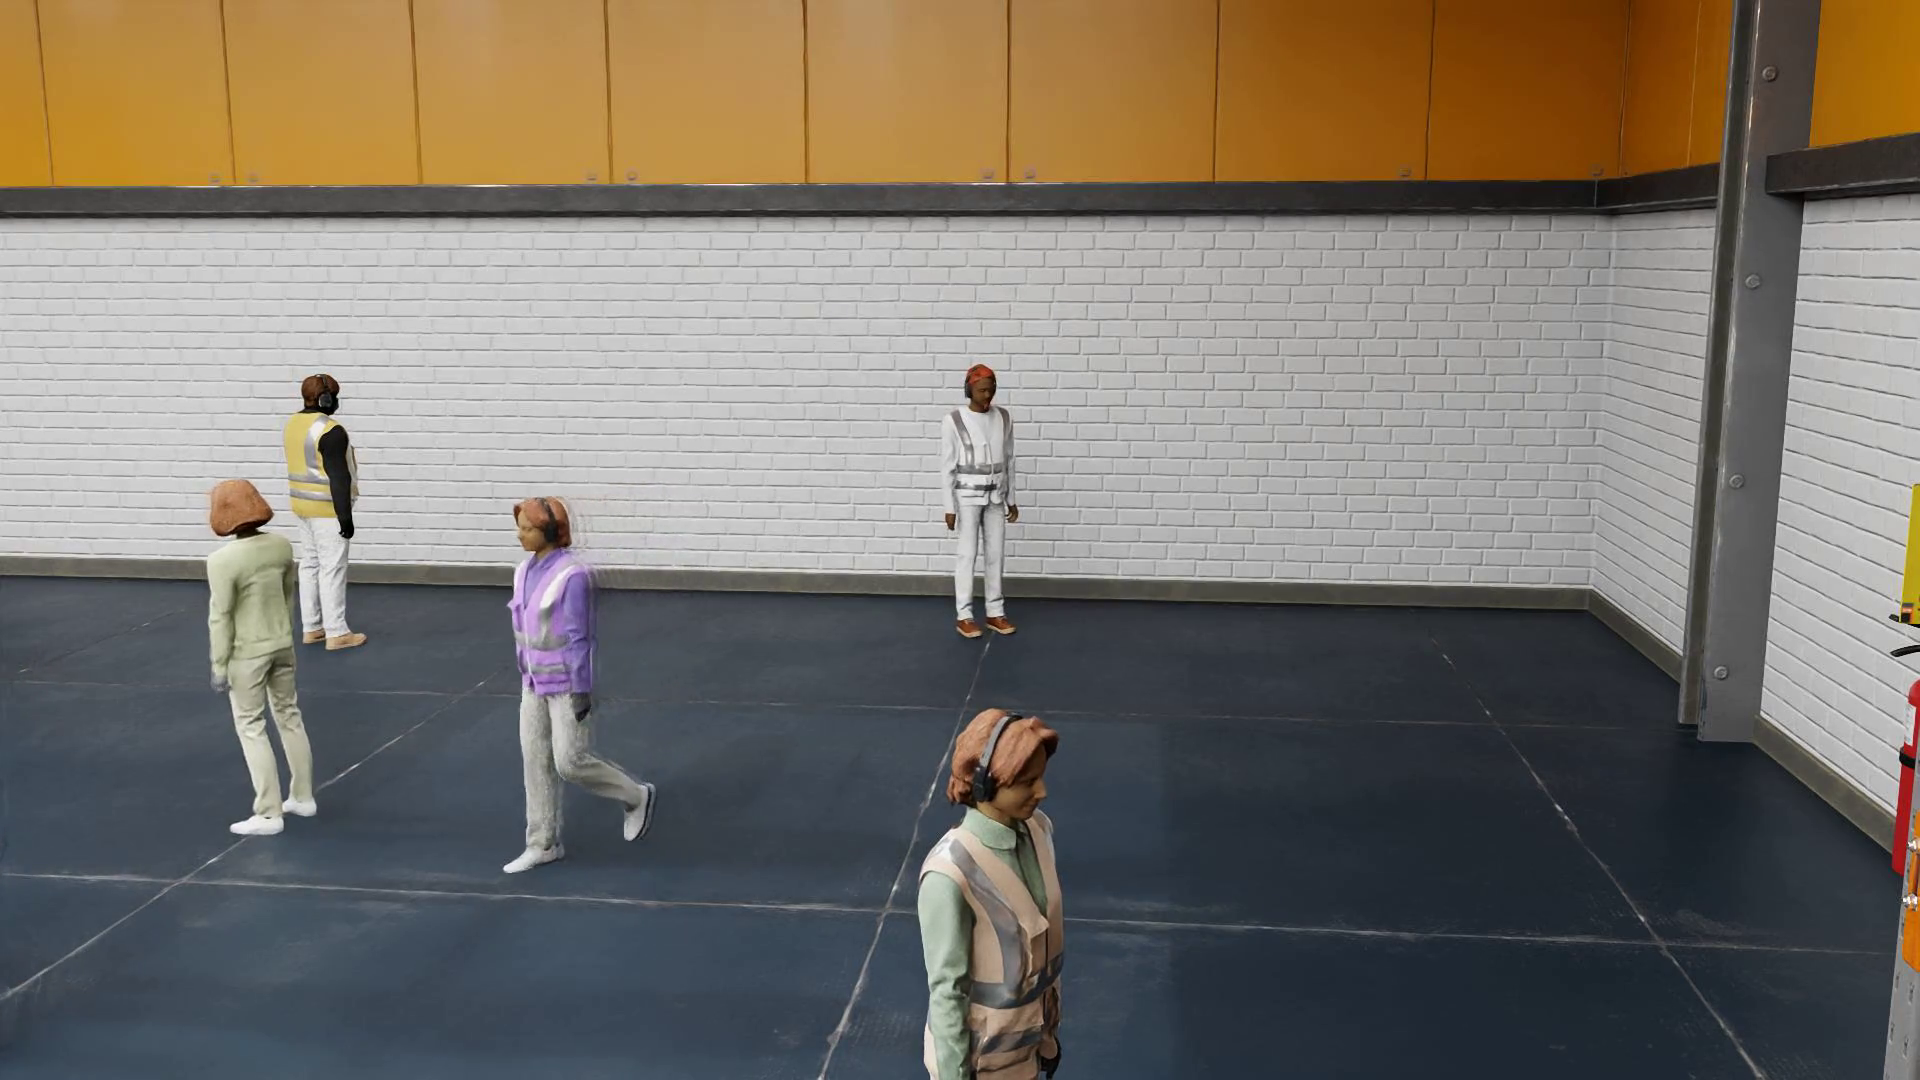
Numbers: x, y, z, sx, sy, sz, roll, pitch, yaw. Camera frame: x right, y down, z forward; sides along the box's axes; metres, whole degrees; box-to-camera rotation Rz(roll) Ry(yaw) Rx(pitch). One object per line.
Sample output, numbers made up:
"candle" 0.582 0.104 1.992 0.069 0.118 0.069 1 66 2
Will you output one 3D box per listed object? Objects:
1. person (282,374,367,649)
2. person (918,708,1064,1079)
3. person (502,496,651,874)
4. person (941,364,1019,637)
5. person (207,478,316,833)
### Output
"person" -4.239 -0.190 11.113 0.619 1.834 0.430 9 13 42
"person" 0.075 1.183 3.792 0.309 1.639 0.514 5 11 26
"person" -1.676 0.607 7.136 0.577 1.628 0.517 -10 14 -44
"person" 0.137 -0.266 11.415 0.585 1.879 0.374 -6 12 -32
"person" -3.203 0.526 7.589 0.298 1.625 0.502 4 11 20
